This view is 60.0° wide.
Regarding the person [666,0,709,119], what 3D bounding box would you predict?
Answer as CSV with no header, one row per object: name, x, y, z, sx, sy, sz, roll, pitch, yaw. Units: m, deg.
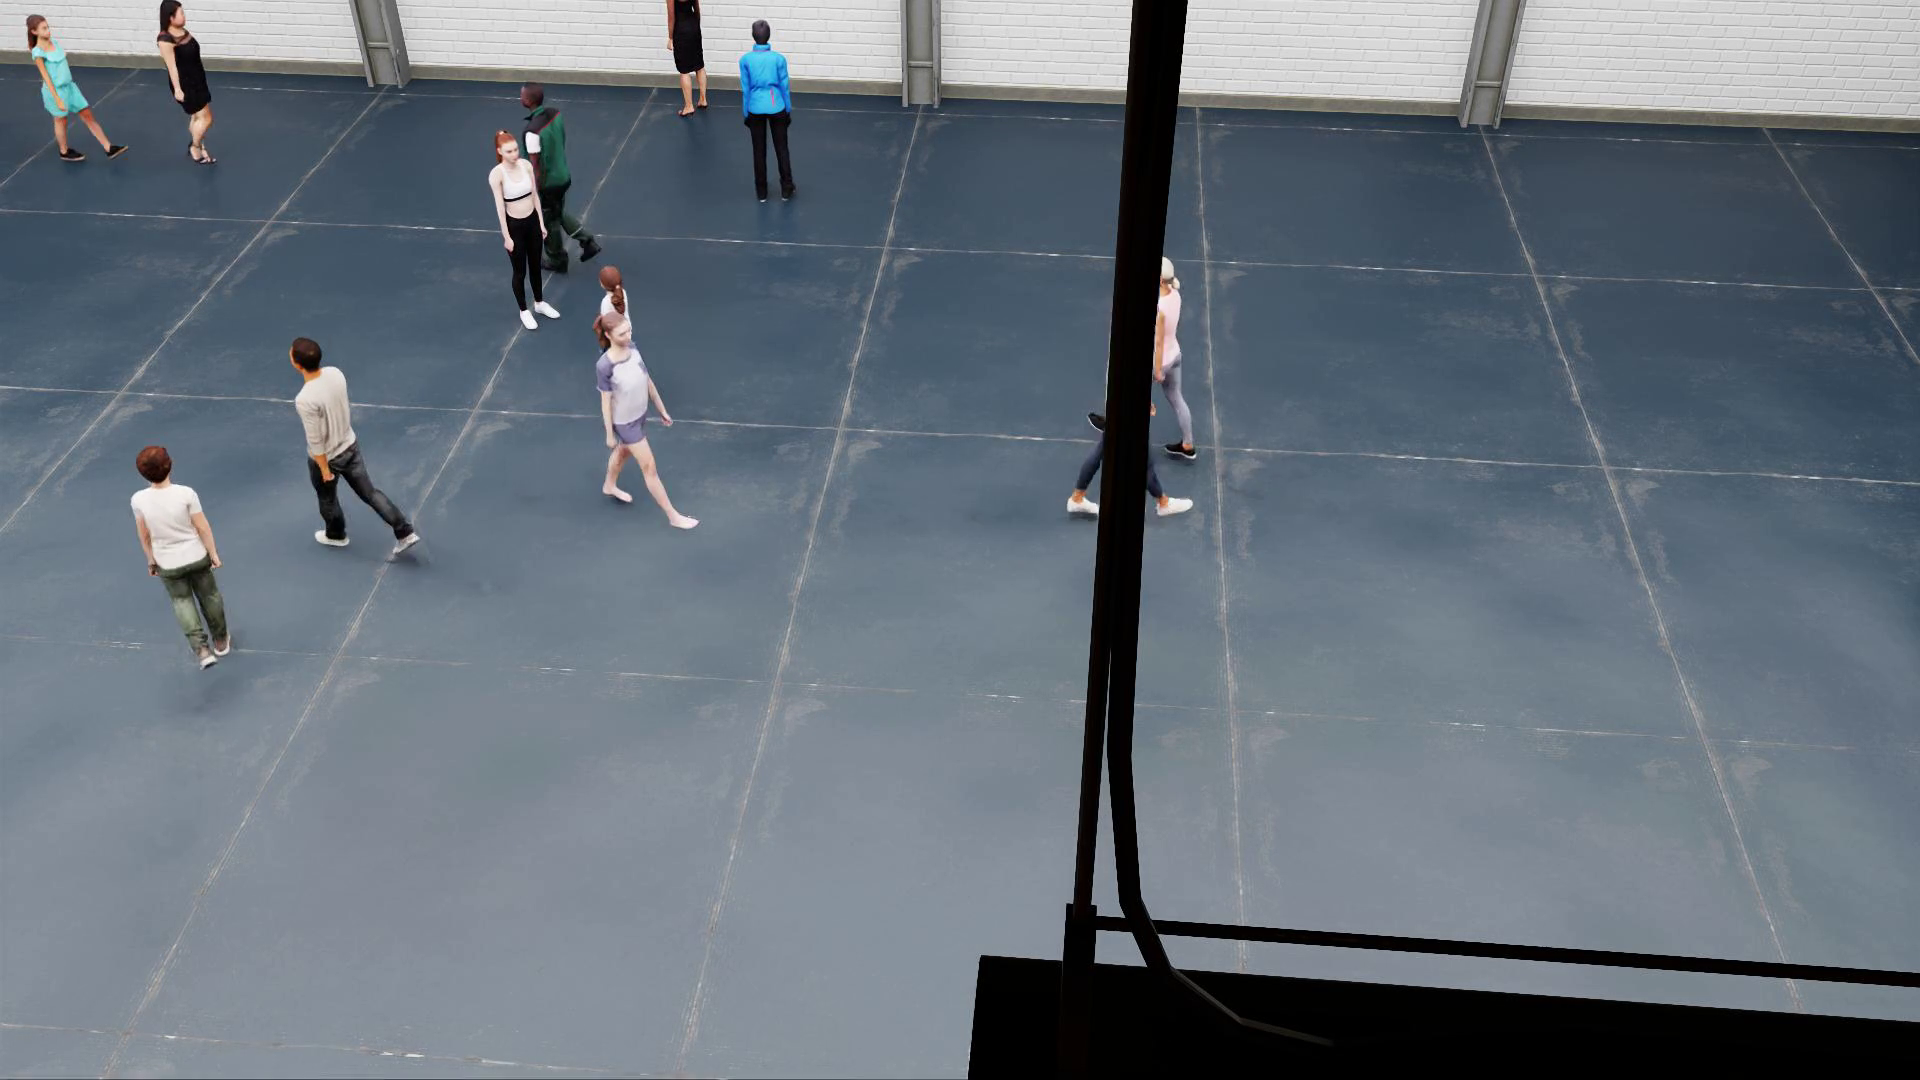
person,-2.877,-5.304,17.461,0.700,1.747,0.672,30,47,32

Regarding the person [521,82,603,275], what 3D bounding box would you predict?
person,-3.553,-3.156,14.707,0.913,1.826,0.762,10,40,12

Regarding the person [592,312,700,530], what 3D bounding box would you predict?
person,-2.437,-0.889,11.958,1.202,1.716,0.864,17,42,20

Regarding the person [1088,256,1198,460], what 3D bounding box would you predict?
person,1.592,-1.330,12.544,1.188,1.673,0.930,23,44,26

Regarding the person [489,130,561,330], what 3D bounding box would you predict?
person,-3.731,-2.646,14.137,0.704,1.741,0.672,29,47,31

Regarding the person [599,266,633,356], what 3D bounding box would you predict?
person,-2.727,-1.697,13.459,0.582,1.104,0.531,22,43,25

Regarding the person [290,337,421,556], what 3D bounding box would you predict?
person,-4.254,-0.608,11.552,1.196,1.781,0.870,14,41,16

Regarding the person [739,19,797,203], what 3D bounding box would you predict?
person,-1.852,-4.100,15.915,0.517,1.794,0.710,-3,39,-4

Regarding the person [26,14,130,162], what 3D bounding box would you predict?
person,-9.046,-4.477,16.604,1.008,1.525,0.638,8,39,10

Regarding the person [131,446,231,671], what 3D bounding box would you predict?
person,-4.997,0.172,10.690,0.911,1.639,0.887,-11,40,-13

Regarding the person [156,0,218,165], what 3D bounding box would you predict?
person,-7.731,-4.490,16.479,0.671,1.699,0.709,-2,39,-2
